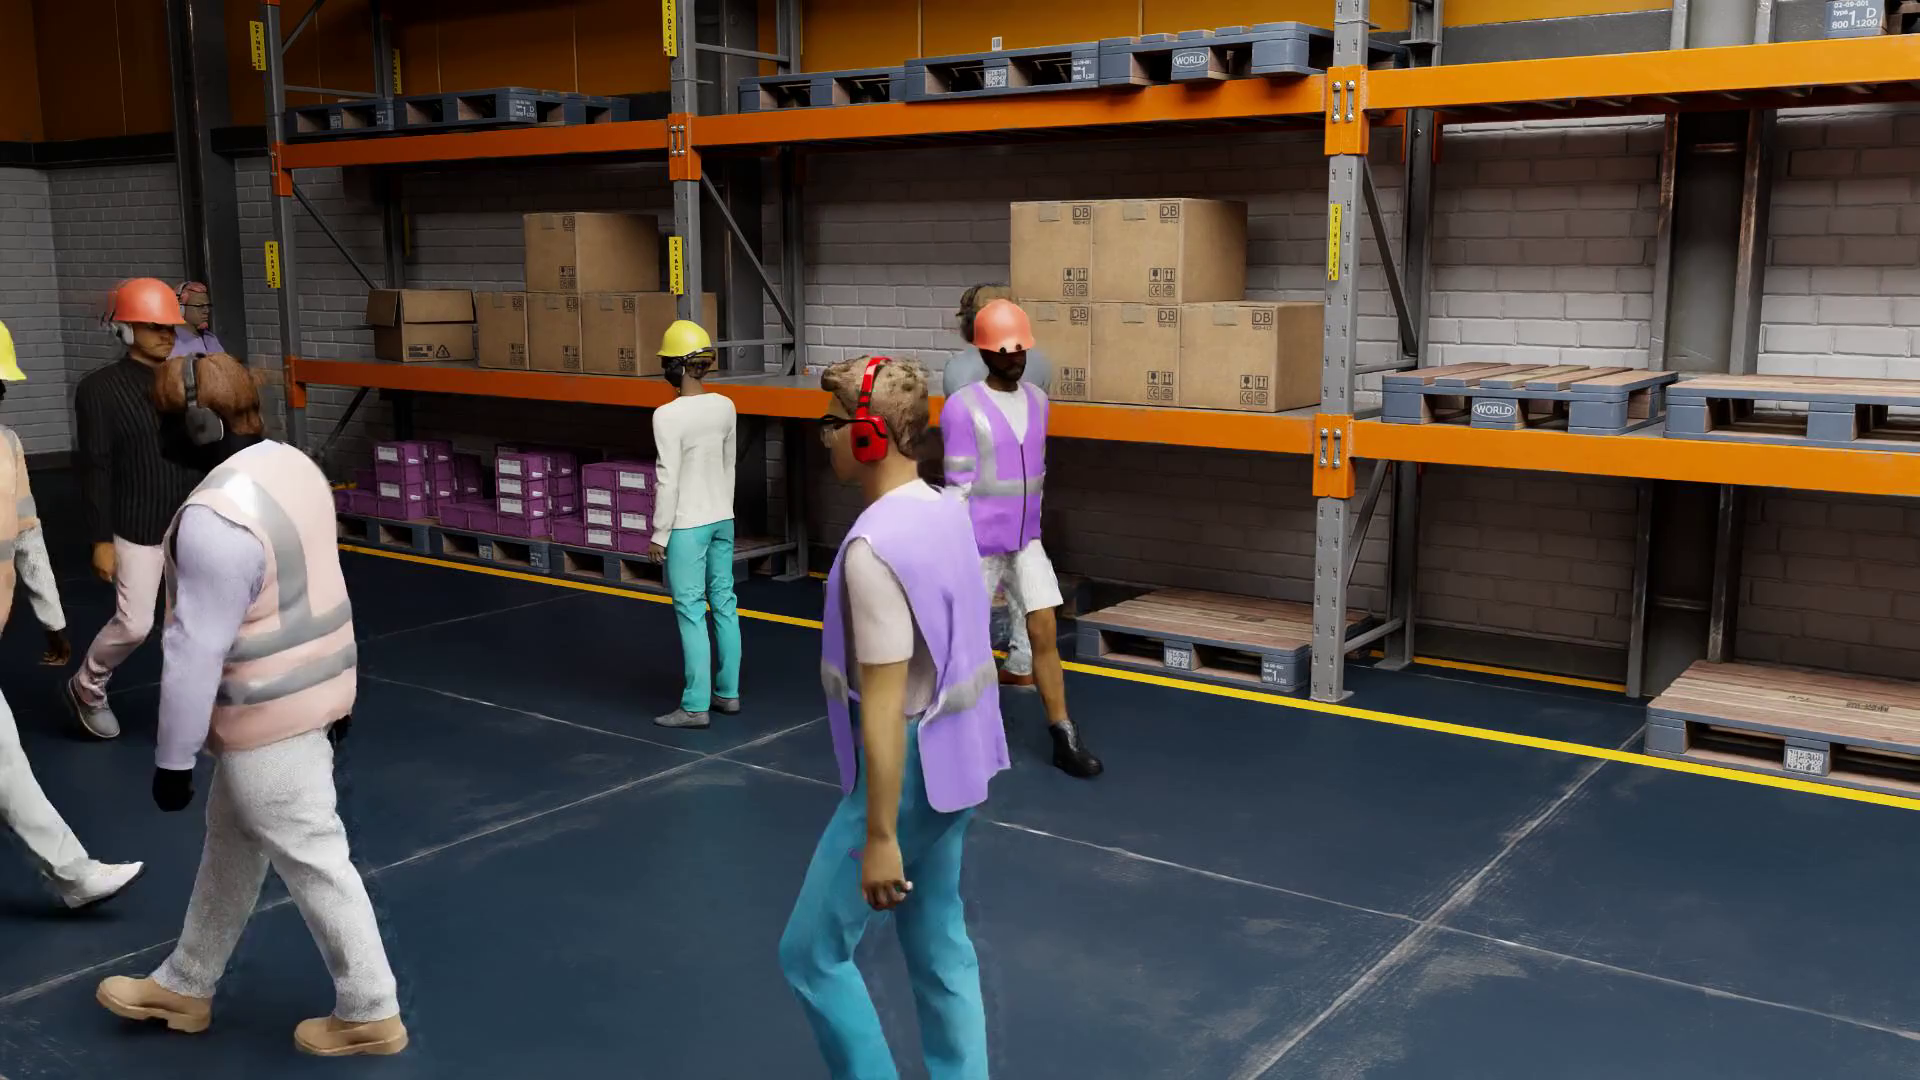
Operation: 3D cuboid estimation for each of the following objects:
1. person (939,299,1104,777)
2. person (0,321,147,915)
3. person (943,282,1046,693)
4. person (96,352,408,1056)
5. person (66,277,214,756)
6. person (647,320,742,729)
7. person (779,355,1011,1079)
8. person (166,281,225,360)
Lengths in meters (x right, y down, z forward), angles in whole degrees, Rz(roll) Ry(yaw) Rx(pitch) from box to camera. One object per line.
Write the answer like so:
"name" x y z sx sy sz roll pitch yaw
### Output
"person" 0.157 -0.027 6.703 0.553 1.880 1.001 -8 12 -39
"person" -2.984 0.244 5.099 1.006 1.863 0.606 1 10 5
"person" 0.114 -0.239 7.827 0.648 1.920 0.628 -8 13 -41
"person" -1.842 0.444 4.117 0.917 1.797 0.637 -1 10 -4
"person" -3.307 -0.079 6.748 0.908 1.965 0.631 5 11 26
"person" -1.163 -0.062 7.224 0.314 1.769 0.524 5 11 28
"person" -0.164 0.526 3.542 0.566 1.823 0.593 3 10 15
"person" -4.664 -0.626 10.204 0.404 1.899 0.631 1 10 7
